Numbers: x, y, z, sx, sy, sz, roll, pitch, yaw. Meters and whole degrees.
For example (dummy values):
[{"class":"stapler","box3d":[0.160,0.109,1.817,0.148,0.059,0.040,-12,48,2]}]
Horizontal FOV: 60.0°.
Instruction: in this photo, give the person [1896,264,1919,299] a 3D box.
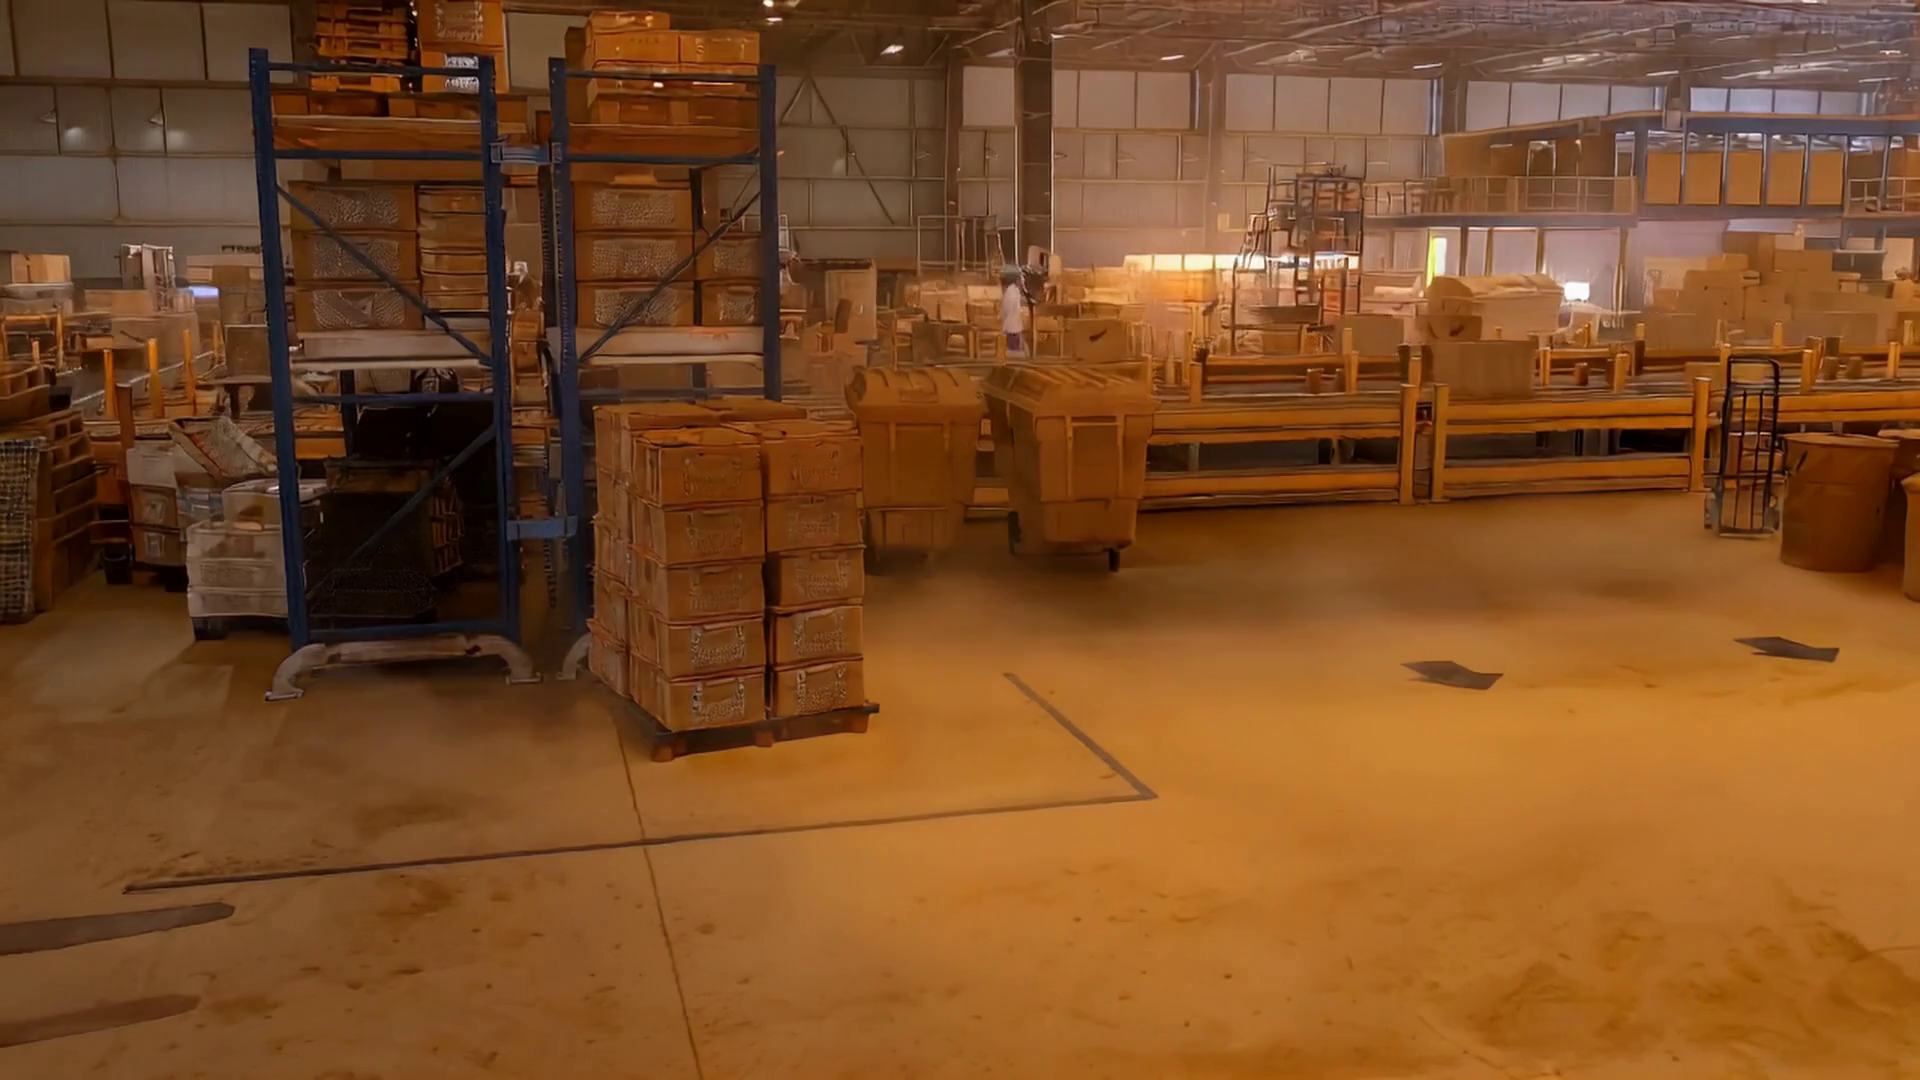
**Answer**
[{"class":"person","box3d":[15.639,-3.664,27.655,0.591,1.837,0.403,1,10,7]}]

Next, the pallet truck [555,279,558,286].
[{"class":"pallet truck","box3d":[-10.604,-6.375,44.520,0.653,1.274,1.630,-3,10,-15]}]

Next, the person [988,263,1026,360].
[{"class":"person","box3d":[0.672,-3.147,24.606,1.011,1.881,0.544,1,10,4]}]

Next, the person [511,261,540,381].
[{"class":"person","box3d":[-6.932,-3.478,26.454,0.396,1.899,0.644,-3,10,-16]}]

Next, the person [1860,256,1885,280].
[{"class":"person","box3d":[21.948,-5.889,40.120,0.583,1.884,0.350,6,12,31]}]

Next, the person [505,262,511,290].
[{"class":"person","box3d":[-10.824,-5.723,39.523,0.329,1.765,0.526,-7,12,-34]}]

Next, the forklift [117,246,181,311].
[{"class":"forklift","box3d":[-19.966,-6.232,40.894,1.157,1.987,2.680,-3,10,-15]}]

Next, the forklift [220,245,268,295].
[{"class":"forklift","box3d":[-17.749,-6.334,41.440,1.157,1.987,2.680,-3,10,-17]}]
